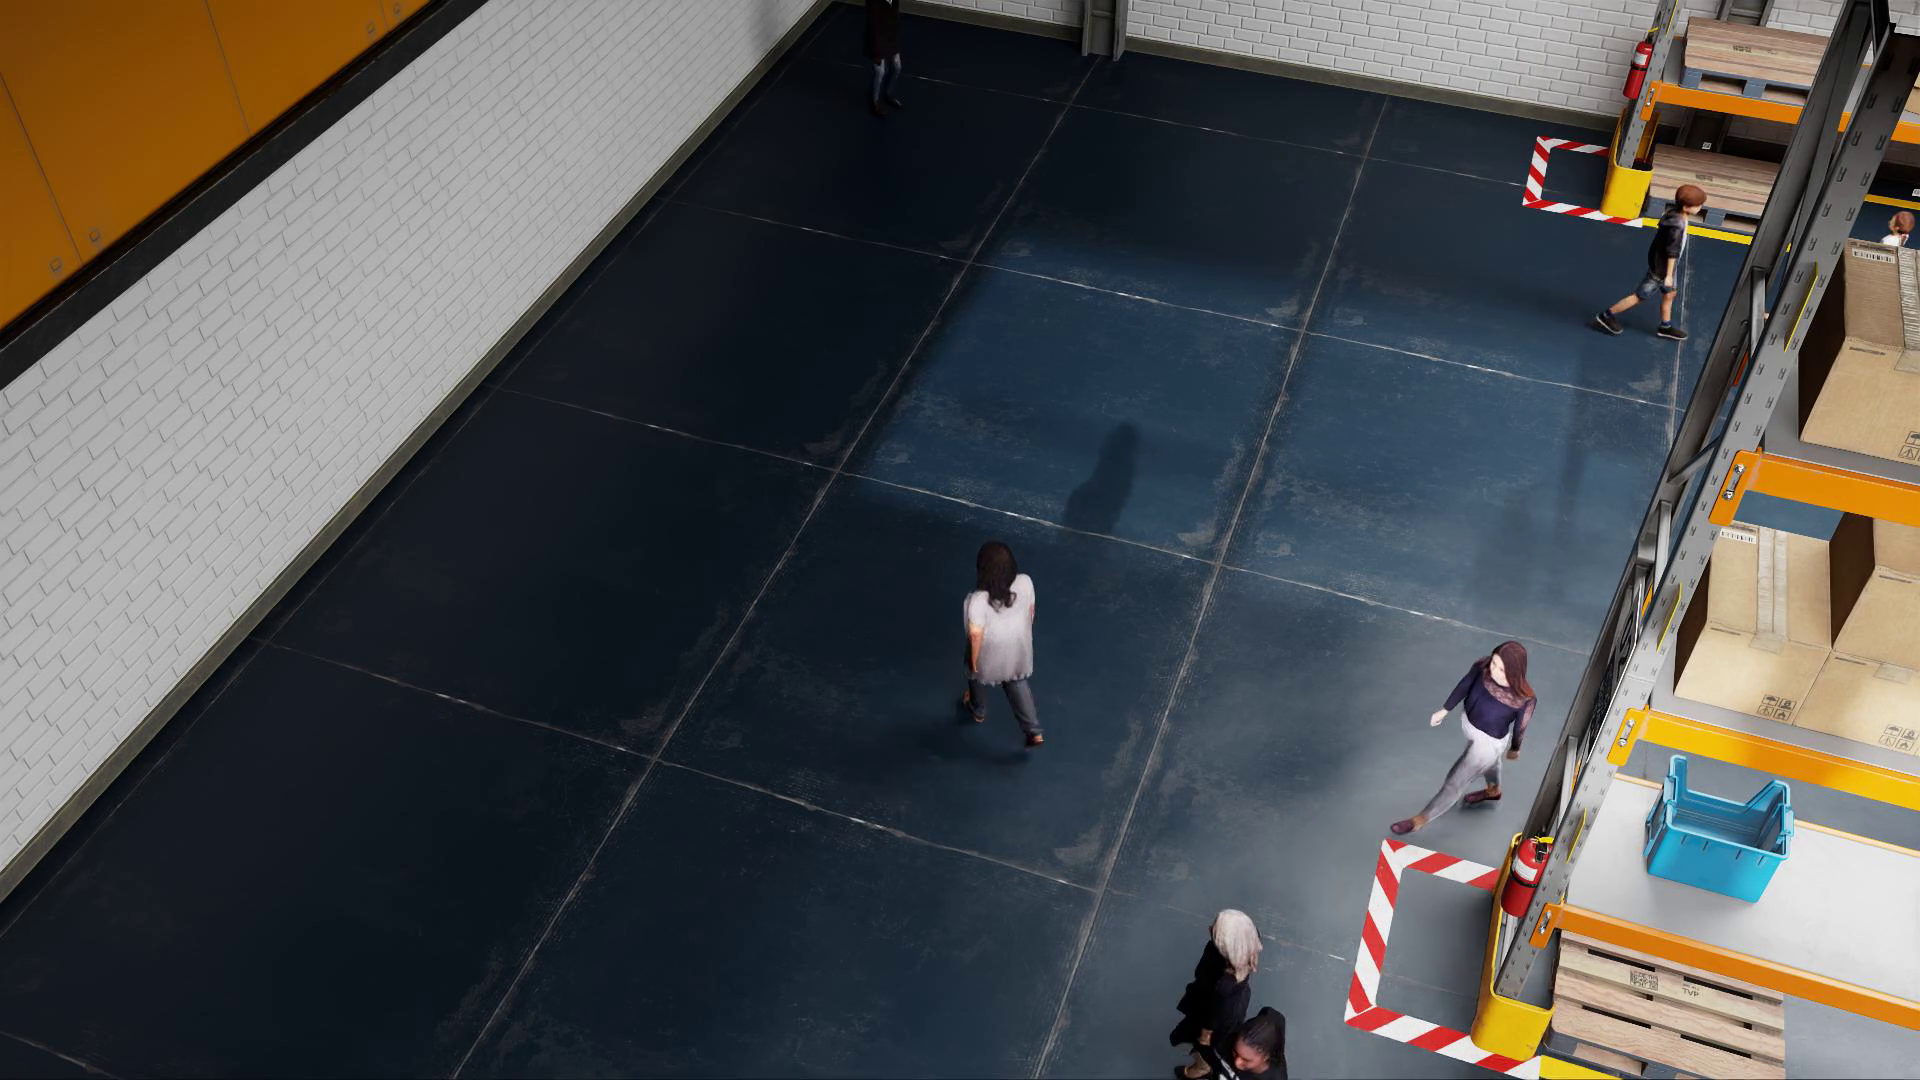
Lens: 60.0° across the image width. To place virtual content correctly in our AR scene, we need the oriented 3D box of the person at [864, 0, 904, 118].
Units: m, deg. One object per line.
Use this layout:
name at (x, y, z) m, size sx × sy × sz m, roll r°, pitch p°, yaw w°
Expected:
person at (-0.777, -4.869, 16.163) m, size 0.734 × 1.600 × 0.725 m, roll 21°, pitch 47°, yaw 20°

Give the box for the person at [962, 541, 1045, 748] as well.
person at (0.278, 0.693, 10.336) m, size 0.976 × 1.586 × 1.065 m, roll -21°, pitch 47°, yaw -20°

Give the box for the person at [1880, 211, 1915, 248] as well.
person at (7.698, -2.296, 13.883) m, size 0.491 × 1.019 × 0.535 m, roll -25°, pitch 49°, yaw -24°

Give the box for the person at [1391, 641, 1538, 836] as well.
person at (3.163, 1.149, 9.883) m, size 1.147 × 1.550 × 1.035 m, roll -13°, pitch 45°, yaw -13°

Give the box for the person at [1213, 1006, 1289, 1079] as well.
person at (1.418, 2.794, 8.051) m, size 1.172 × 1.694 × 0.992 m, roll 34°, pitch 53°, yaw 31°

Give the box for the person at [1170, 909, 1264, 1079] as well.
person at (1.395, 2.411, 8.426) m, size 0.841 × 1.730 × 0.633 m, roll 19°, pitch 47°, yaw 19°

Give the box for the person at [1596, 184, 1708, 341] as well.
person at (5.659, -2.249, 13.546) m, size 0.964 × 1.416 × 0.553 m, roll 16°, pitch 46°, yaw 16°
